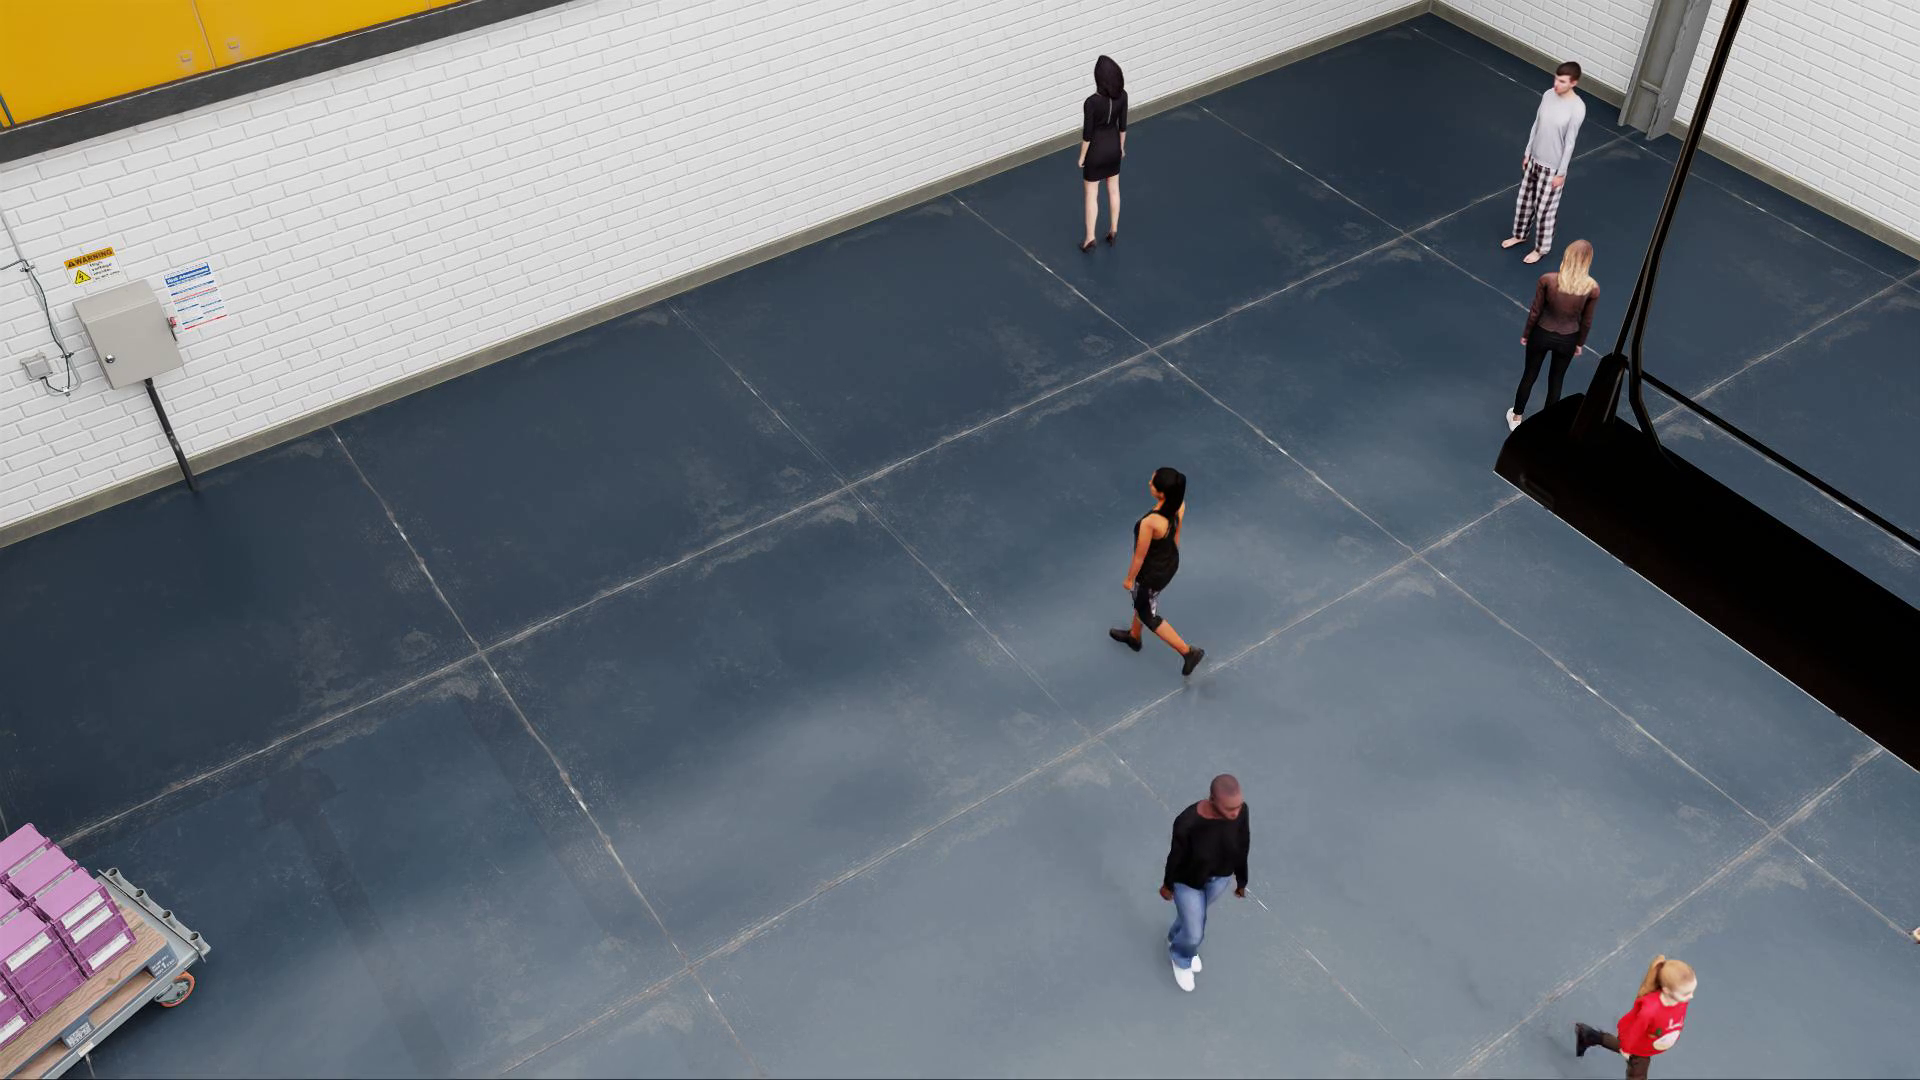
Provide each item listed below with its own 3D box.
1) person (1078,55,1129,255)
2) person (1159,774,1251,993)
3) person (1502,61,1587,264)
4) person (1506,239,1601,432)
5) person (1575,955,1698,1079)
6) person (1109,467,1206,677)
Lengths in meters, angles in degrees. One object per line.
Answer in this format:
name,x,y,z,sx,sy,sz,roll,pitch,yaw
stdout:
person,1.225,-3.306,14.341,0.631,1.803,0.542,-19,47,-19
person,1.270,1.767,9.069,0.664,1.730,0.681,-17,46,-17
person,5.052,-3.256,14.260,0.704,1.842,0.532,-20,47,-20
person,4.473,-1.519,12.537,0.637,1.704,0.729,12,45,12
person,3.490,2.534,8.601,0.482,1.265,0.809,-25,49,-24
person,1.321,0.217,10.756,1.038,1.647,0.804,27,50,25
